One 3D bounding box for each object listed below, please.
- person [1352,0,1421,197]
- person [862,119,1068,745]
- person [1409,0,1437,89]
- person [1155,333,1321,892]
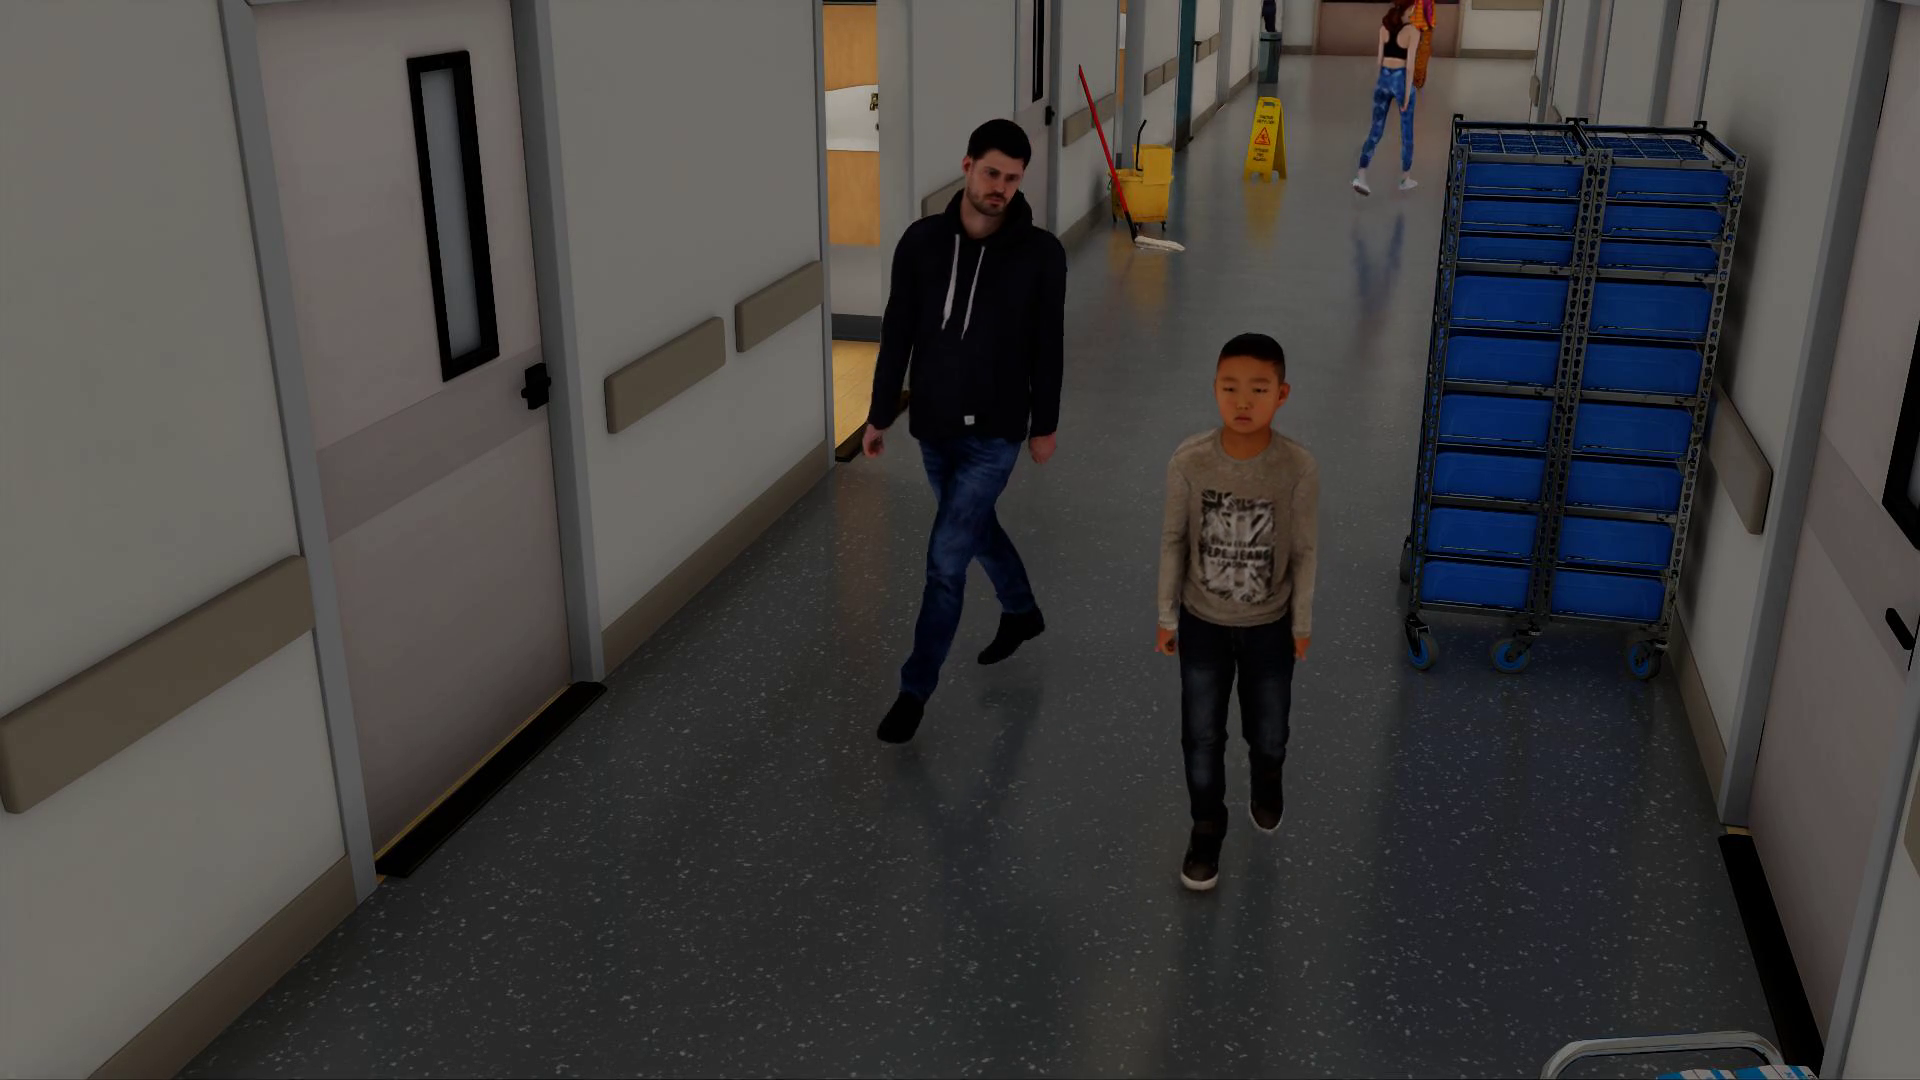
[{"bbox_3d":[3.734,-3.862,14.555,0.949,1.740,1.275,17,27,38],"label":"person"},{"bbox_3d":[0.083,-0.343,5.139,0.930,1.829,1.288,12,24,29],"label":"person"},{"bbox_3d":[6.509,-7.253,23.624,0.895,1.643,1.205,-1,21,-4],"label":"person"},{"bbox_3d":[0.723,0.170,4.310,0.528,1.456,0.674,5,21,14],"label":"person"}]
